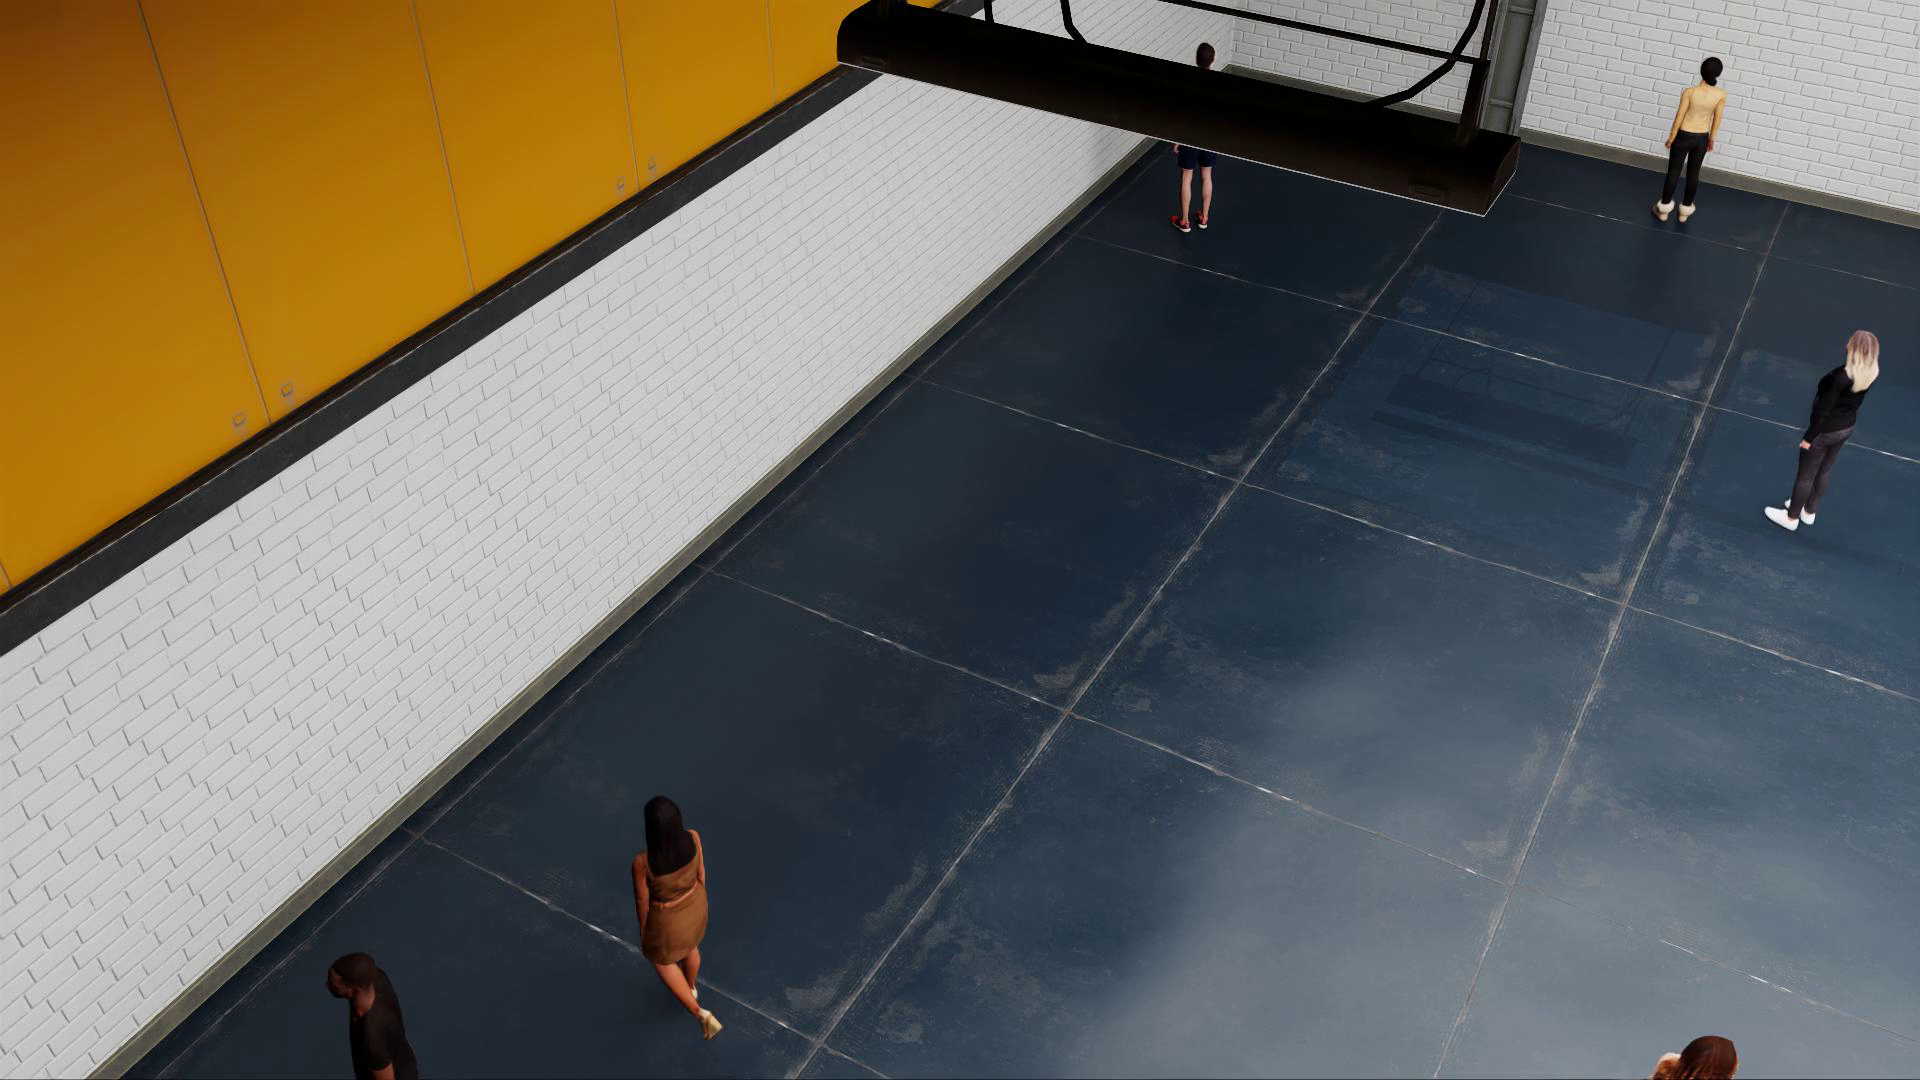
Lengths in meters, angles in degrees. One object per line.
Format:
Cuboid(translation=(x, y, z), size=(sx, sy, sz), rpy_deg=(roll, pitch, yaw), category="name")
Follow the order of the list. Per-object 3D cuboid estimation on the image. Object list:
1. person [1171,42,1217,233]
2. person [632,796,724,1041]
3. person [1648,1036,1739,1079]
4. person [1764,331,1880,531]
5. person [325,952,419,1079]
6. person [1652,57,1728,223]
Cuboid(translation=(2.290, -3.865, 16.004), size=(0.721, 1.851, 0.772), rpy_deg=(-11, 40, -13), category="person")
Cuboid(translation=(-1.461, 2.026, 8.768), size=(0.736, 1.676, 0.917), rpy_deg=(-27, 46, -30), category="person")
Cuboid(translation=(3.100, 2.875, 7.661), size=(1.245, 1.731, 0.961), rpy_deg=(2, 39, 3), category="person")
Cuboid(translation=(6.431, -0.787, 12.282), size=(0.696, 1.686, 0.708), rpy_deg=(-20, 43, -23), category="person")
Cuboid(translation=(-2.636, 2.571, 8.004), size=(1.164, 1.778, 1.139), rpy_deg=(-12, 40, -15), category="person")
Cuboid(translation=(7.133, -3.907, 16.210), size=(0.590, 1.659, 0.731), rpy_deg=(6, 39, 8), category="person")
